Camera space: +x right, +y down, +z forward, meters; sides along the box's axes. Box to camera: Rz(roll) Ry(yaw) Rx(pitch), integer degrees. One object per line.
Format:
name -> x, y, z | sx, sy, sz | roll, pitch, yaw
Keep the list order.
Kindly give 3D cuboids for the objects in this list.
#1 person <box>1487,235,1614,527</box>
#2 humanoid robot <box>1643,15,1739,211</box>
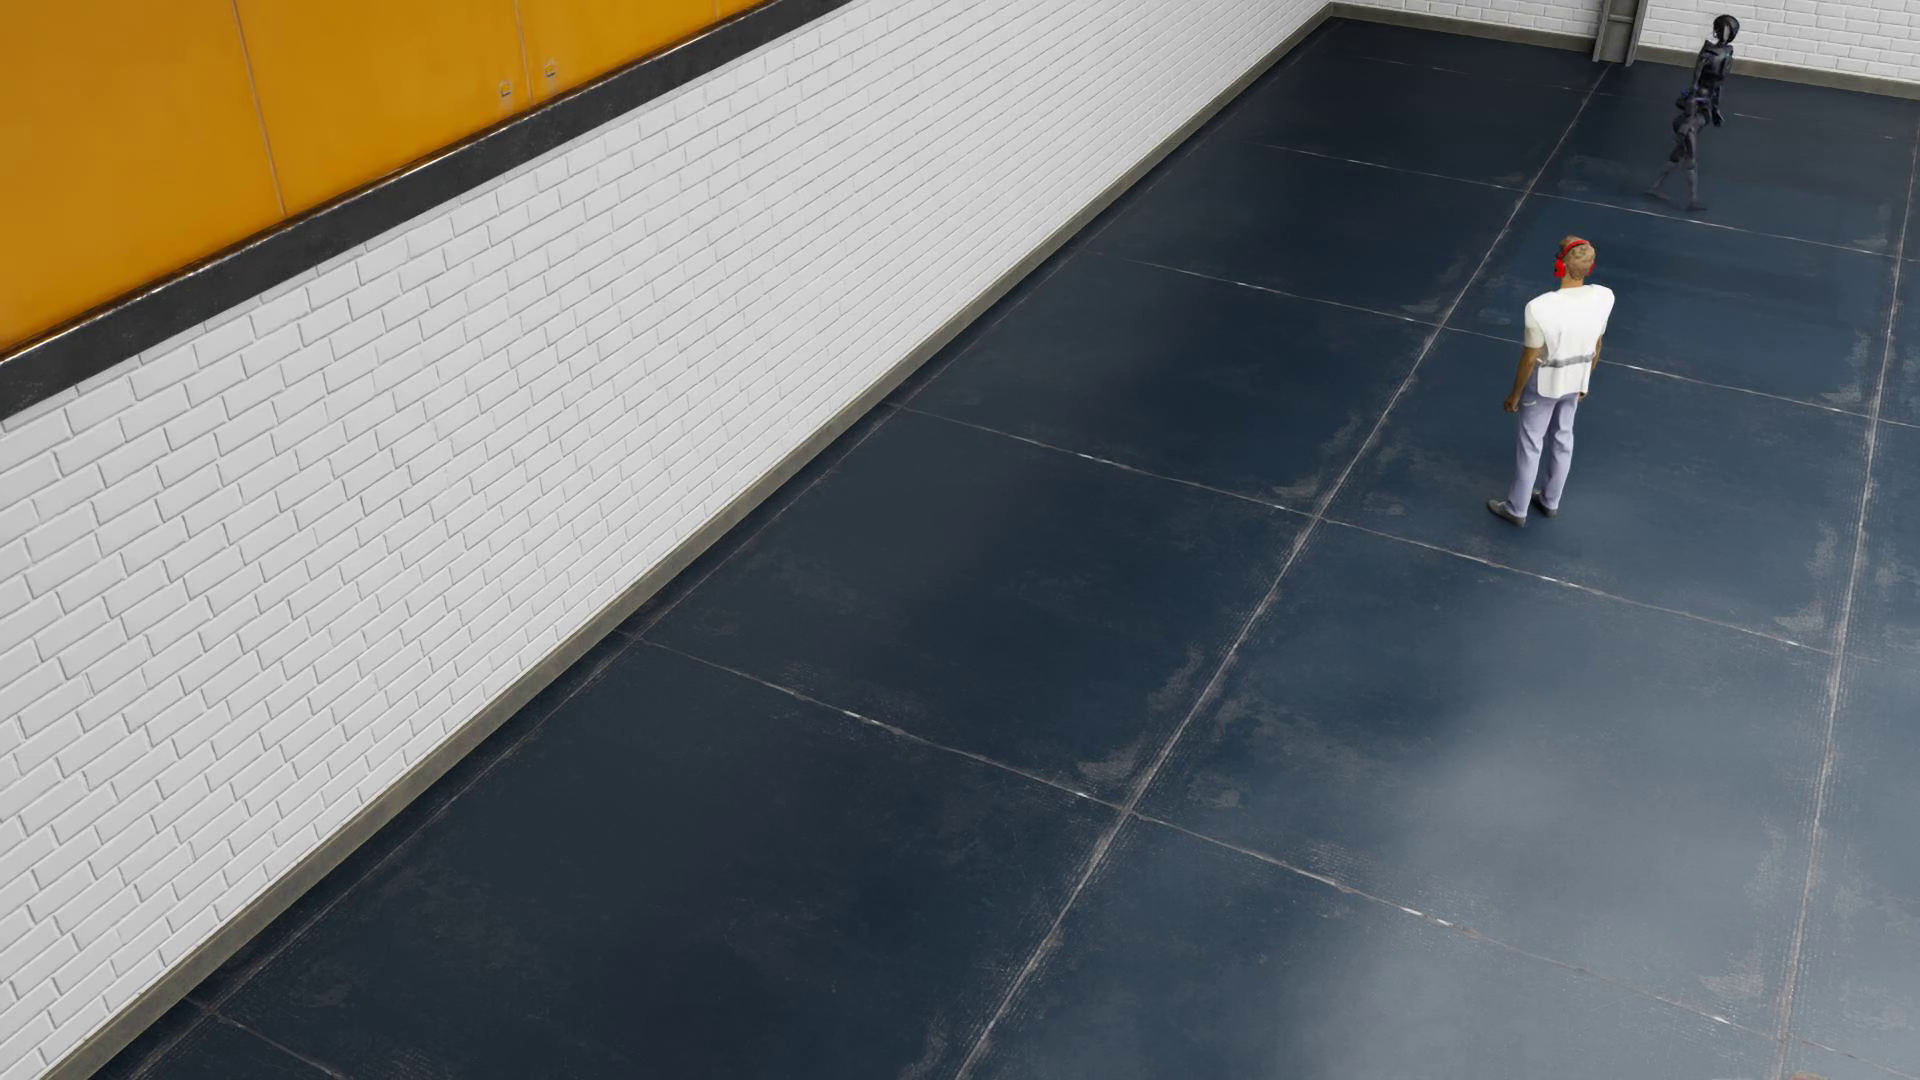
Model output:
person -> 3.532, -0.913, 9.922 | 0.562, 1.846, 0.396 | -11, 35, -15
humanoid robot -> 6.322, -3.630, 14.138 | 0.592, 1.637, 0.705 | -27, 42, -34
